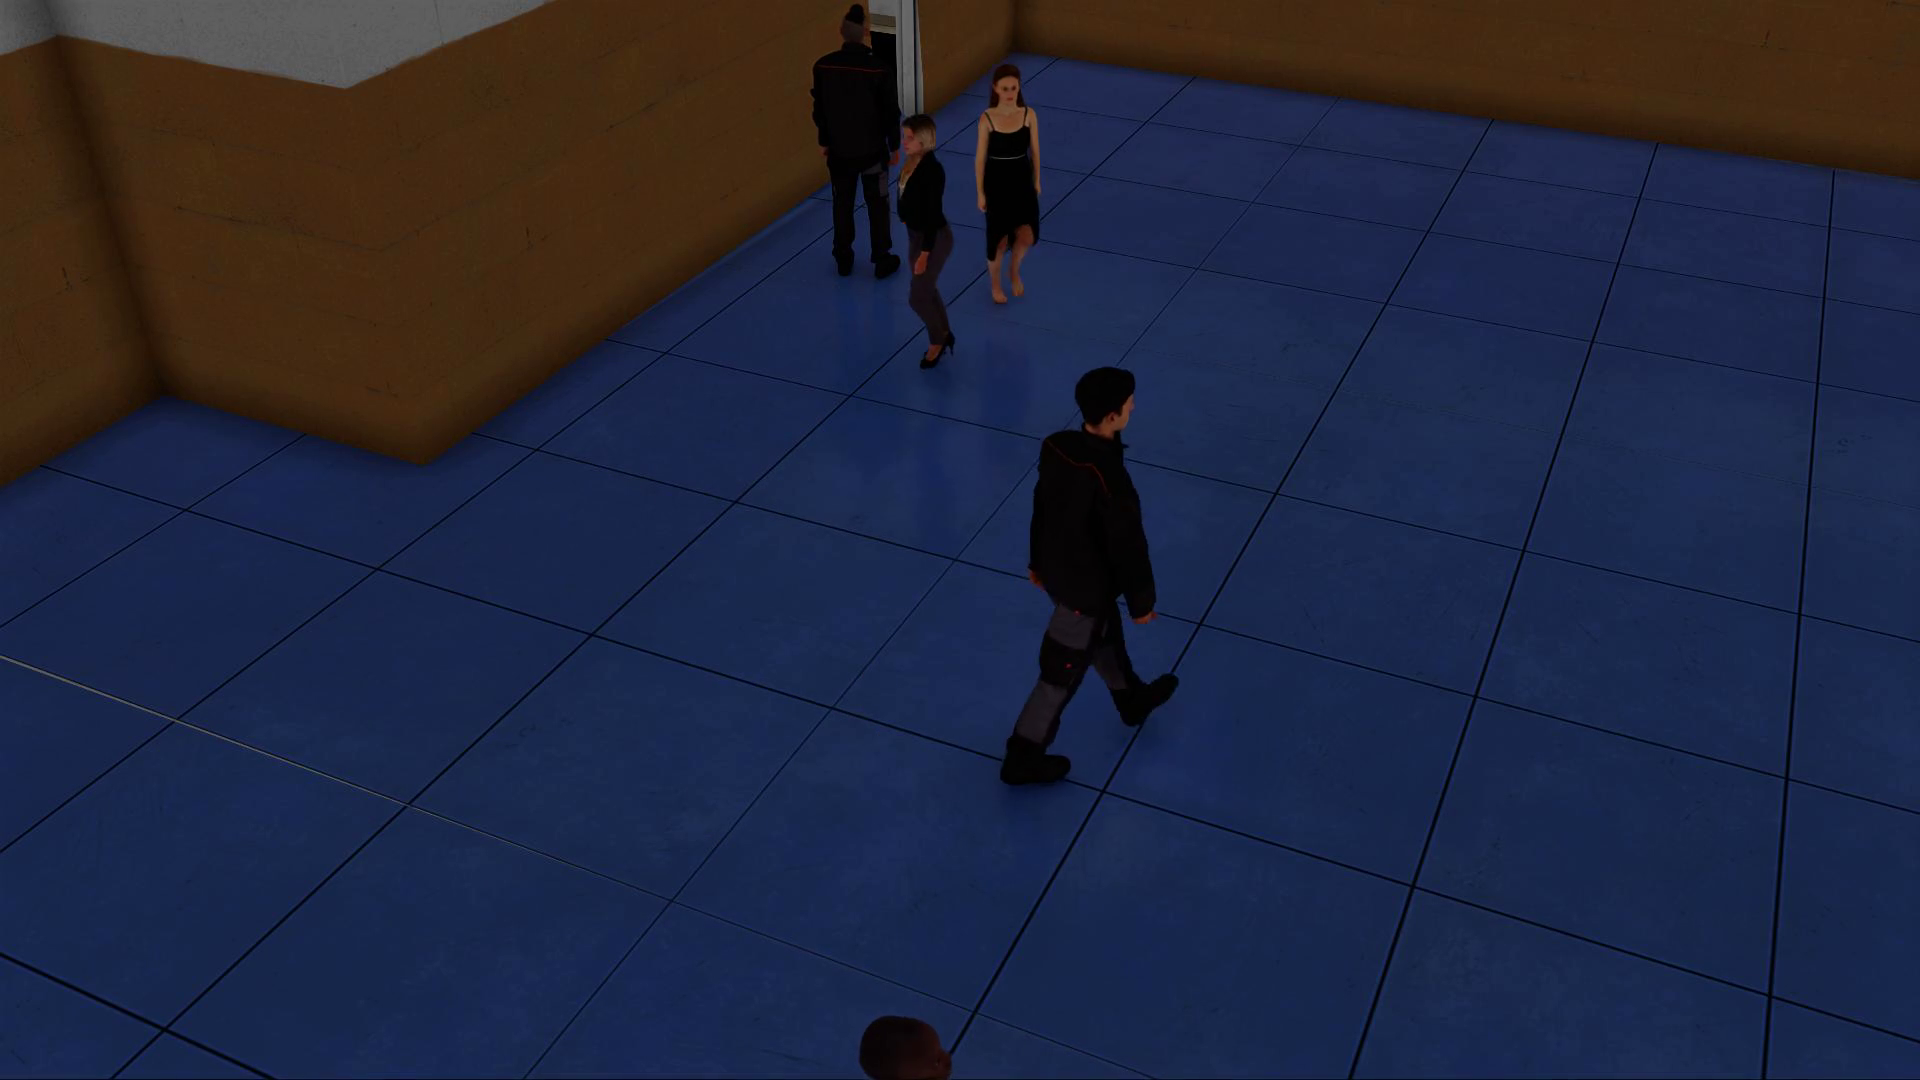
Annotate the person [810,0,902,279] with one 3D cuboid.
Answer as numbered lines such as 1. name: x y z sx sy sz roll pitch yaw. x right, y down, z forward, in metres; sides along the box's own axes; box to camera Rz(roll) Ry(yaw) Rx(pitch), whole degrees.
1. person: -0.676 -2.657 11.086 0.629 1.861 0.874 8 34 12

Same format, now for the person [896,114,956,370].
1. person: -0.132 -1.728 9.906 0.813 1.646 0.746 -9 35 -13

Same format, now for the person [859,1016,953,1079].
1. person: -0.157 1.864 4.404 0.593 1.758 0.674 10 35 14

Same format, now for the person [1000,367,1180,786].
1. person: 0.411 0.209 6.762 1.240 1.903 1.231 -15 36 -21

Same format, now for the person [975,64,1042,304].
1. person: 0.287 -2.330 10.846 0.721 1.606 0.794 -7 34 -10
